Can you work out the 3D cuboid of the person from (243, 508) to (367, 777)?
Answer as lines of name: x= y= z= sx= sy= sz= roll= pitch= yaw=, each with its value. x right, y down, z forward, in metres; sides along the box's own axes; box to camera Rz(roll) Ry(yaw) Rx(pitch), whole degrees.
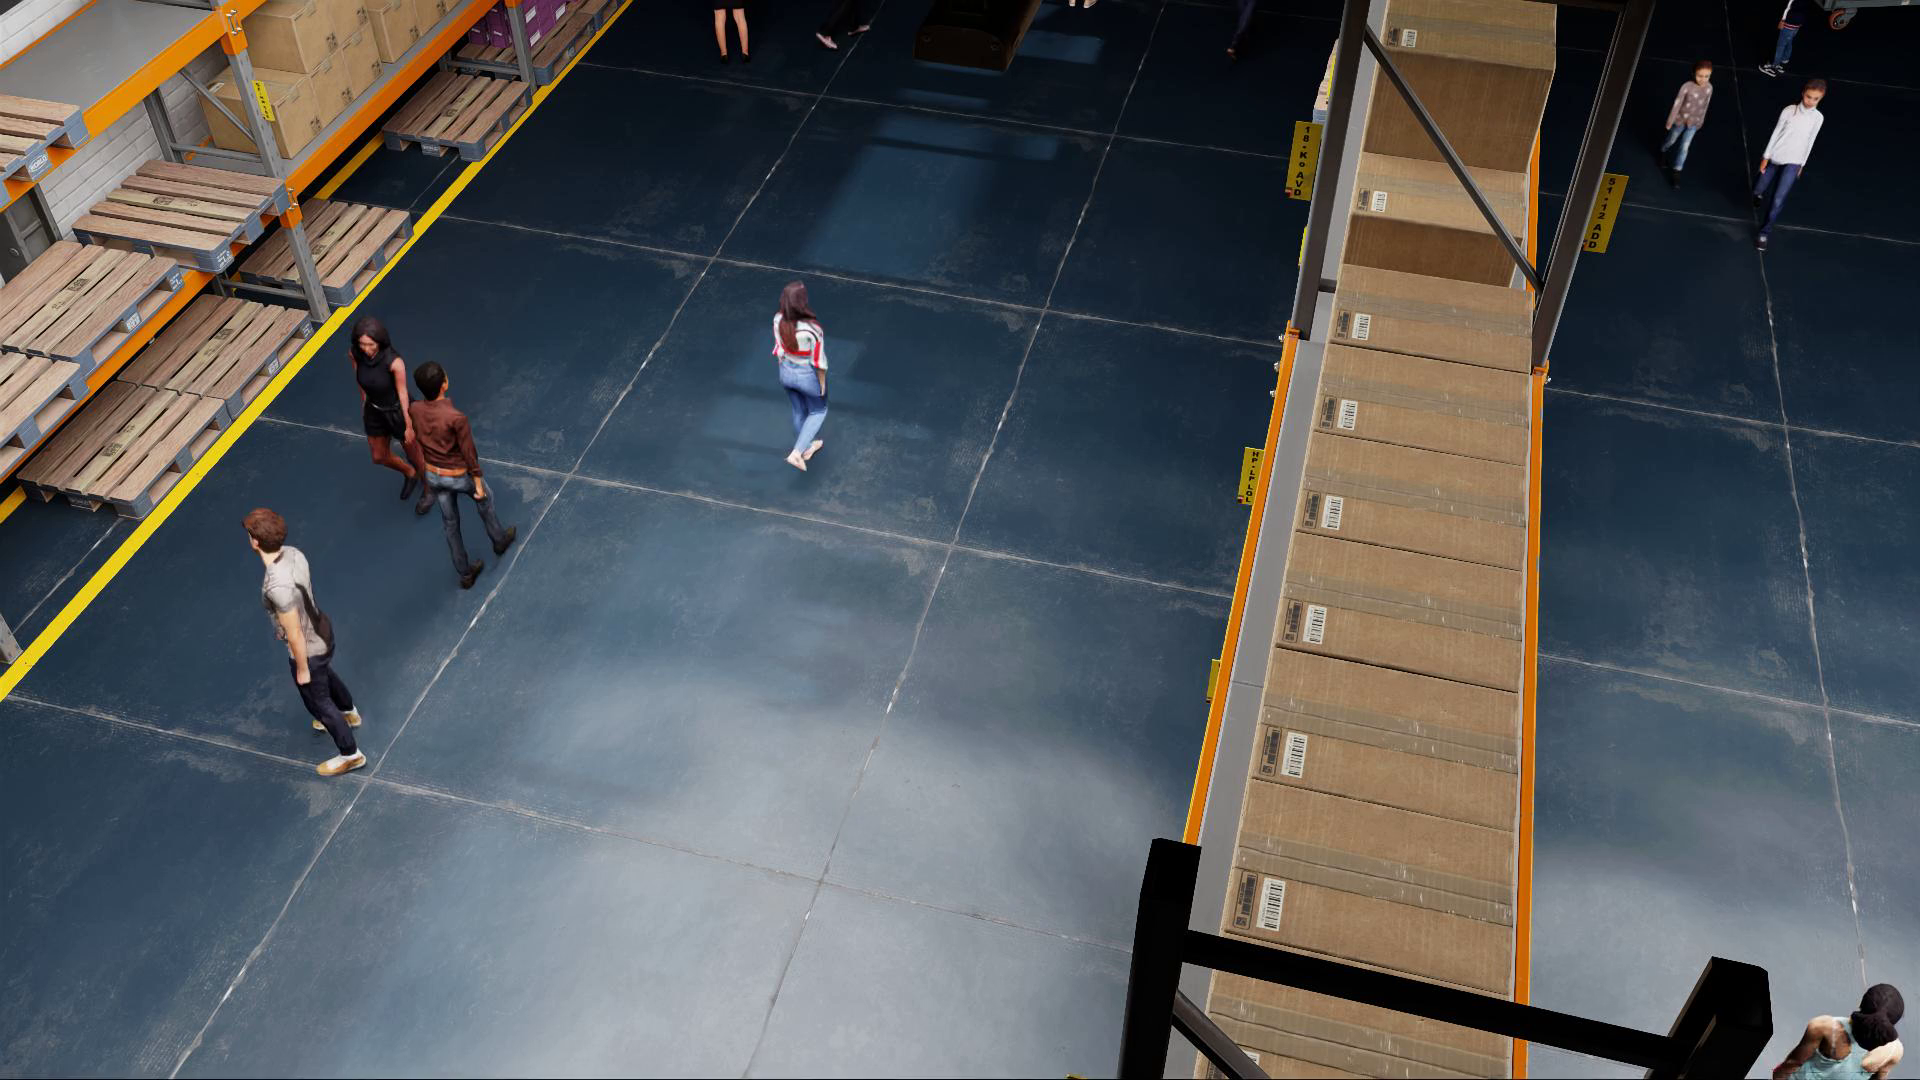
person: x=-3.950 y=0.590 z=10.125 sx=0.887 sy=1.847 sz=0.748 roll=-23 pitch=48 yaw=-22

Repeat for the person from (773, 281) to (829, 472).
person: x=-1.198 y=-1.154 z=12.132 sx=0.671 sy=1.602 sz=0.830 roll=18 pitch=46 yaw=18

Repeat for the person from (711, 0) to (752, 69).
person: x=-2.354 y=-5.561 z=16.705 sx=0.603 sy=1.678 sz=0.575 roll=-4 pitch=44 yaw=-4

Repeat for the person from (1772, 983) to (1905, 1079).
person: x=4.091 y=2.726 z=7.959 sx=0.732 sy=1.741 sz=0.991 roll=19 pitch=47 yaw=19

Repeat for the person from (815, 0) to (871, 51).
person: x=-1.247 y=-5.857 z=17.098 sx=1.017 sy=1.564 sz=0.982 roll=-15 pitch=46 yaw=-15

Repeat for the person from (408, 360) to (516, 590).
person: x=-3.464 y=-0.371 z=11.200 sx=0.646 sy=1.755 sz=0.830 roll=9 pitch=44 yaw=9

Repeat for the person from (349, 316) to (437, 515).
person: x=-3.974 y=-0.926 z=11.806 sx=0.632 sy=1.723 sz=0.612 roll=12 pitch=45 yaw=12

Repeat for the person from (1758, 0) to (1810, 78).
person: x=8.390 y=-5.273 z=16.732 sx=0.552 sy=1.221 sz=0.639 roll=-30 pitch=51 yaw=-28

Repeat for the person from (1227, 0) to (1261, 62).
person: x=2.932 y=-5.786 z=16.820 sx=0.789 sy=1.844 sz=1.271 roll=20 pitch=47 yaw=20

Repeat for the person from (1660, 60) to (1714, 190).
person: x=6.672 y=-3.891 z=15.313 sx=0.552 sy=1.178 sz=0.837 roll=6 pitch=44 yaw=7

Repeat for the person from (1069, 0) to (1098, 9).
person: x=1.317 y=-6.553 z=17.660 sx=0.583 sy=1.796 sz=0.495 roll=11 pitch=45 yaw=11

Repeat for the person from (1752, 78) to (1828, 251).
person: x=7.184 y=-3.330 z=14.466 sx=0.630 sy=1.535 sz=0.969 roll=18 pitch=46 yaw=18
